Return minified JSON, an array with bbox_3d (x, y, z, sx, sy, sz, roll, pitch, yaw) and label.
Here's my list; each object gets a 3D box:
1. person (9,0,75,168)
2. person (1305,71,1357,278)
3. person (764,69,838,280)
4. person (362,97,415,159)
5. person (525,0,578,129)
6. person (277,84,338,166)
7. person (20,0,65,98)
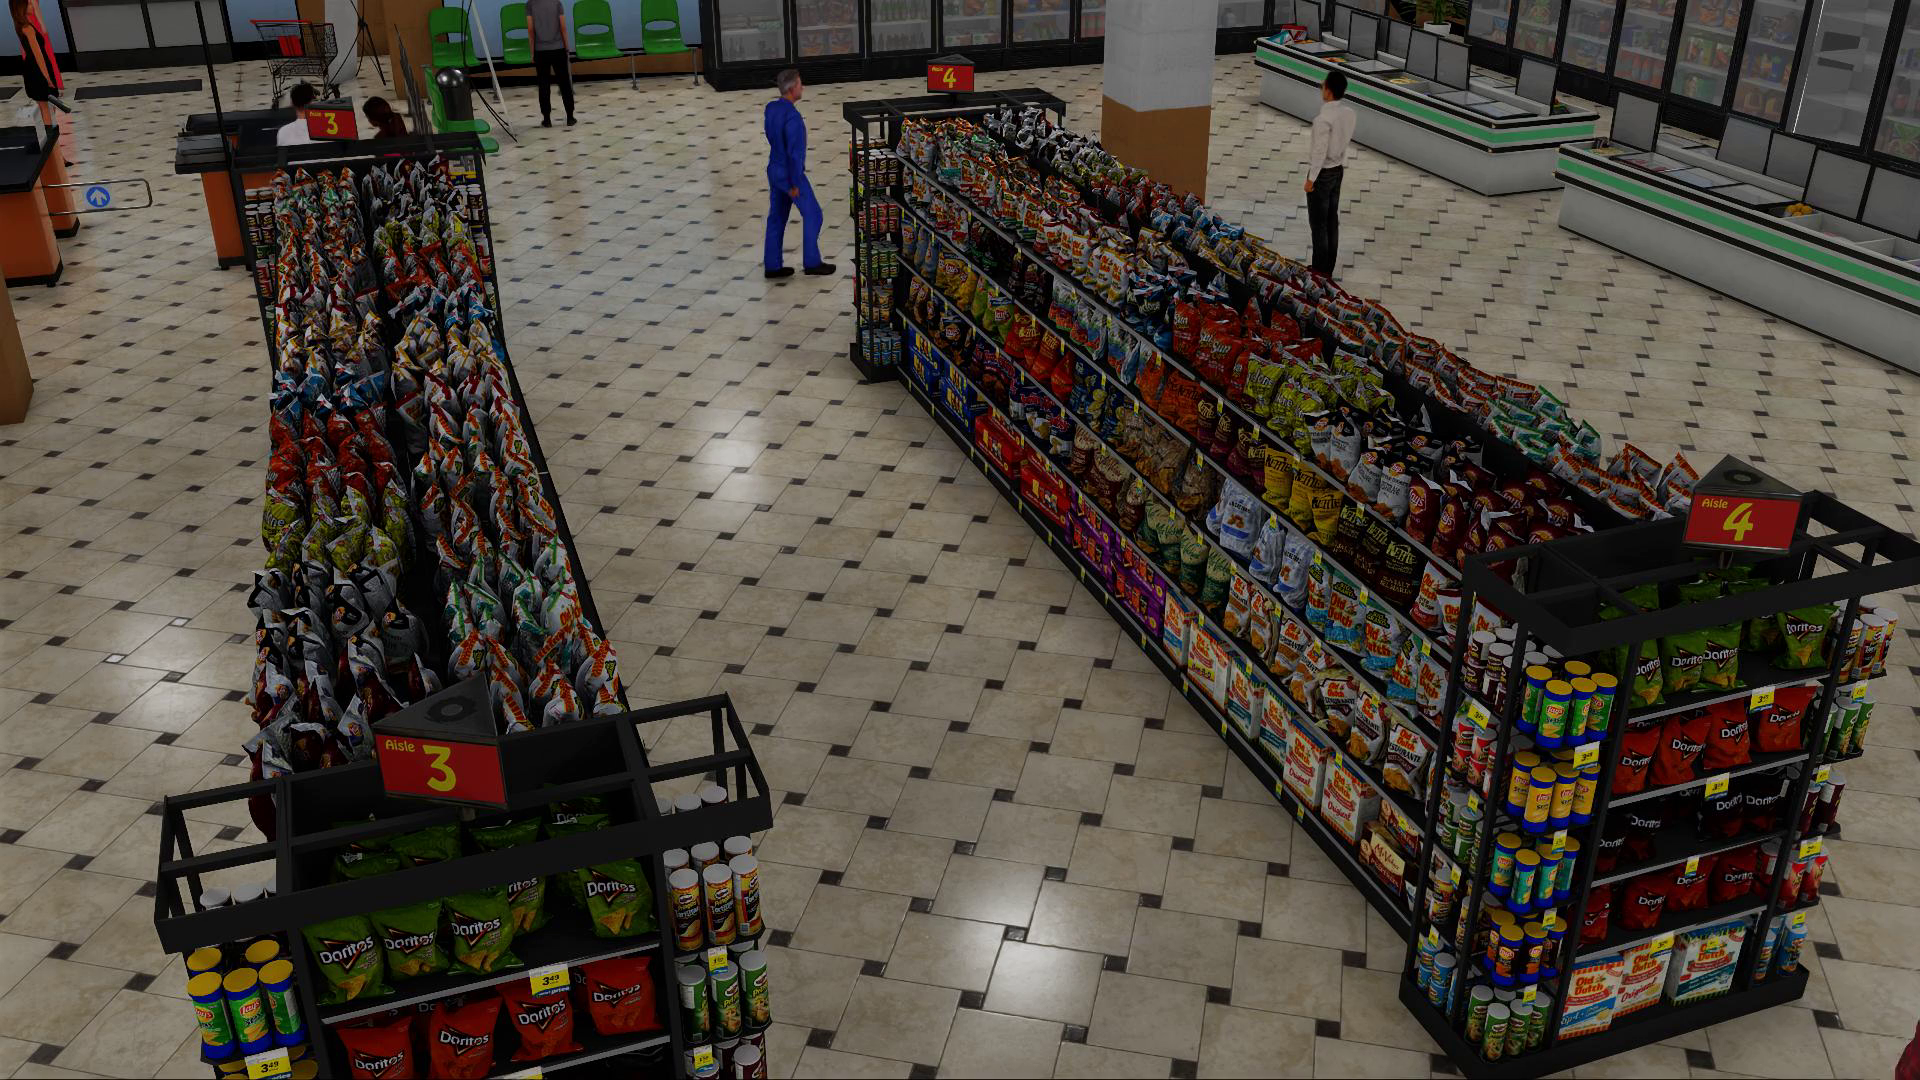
[{"bbox_3d":[-9.982,-4.978,18.039,0.709,1.835,0.584,-23,35,-37],"label":"person"},{"bbox_3d":[3.191,-3.153,14.468,0.734,1.811,0.741,22,34,36],"label":"person"},{"bbox_3d":[-1.581,-3.139,14.448,0.907,1.804,0.866,-17,32,-30],"label":"person"},{"bbox_3d":[-4.643,-2.866,14.038,1.065,1.689,0.961,22,34,36],"label":"person"},{"bbox_3d":[-4.889,-5.827,19.804,0.635,1.754,0.567,-7,28,-13],"label":"person"},{"bbox_3d":[-5.327,-2.761,13.671,0.820,1.832,1.157,0,27,1],"label":"person"},{"bbox_3d":[-11.857,-6.541,21.242,0.701,1.727,0.778,15,31,28],"label":"person"}]
